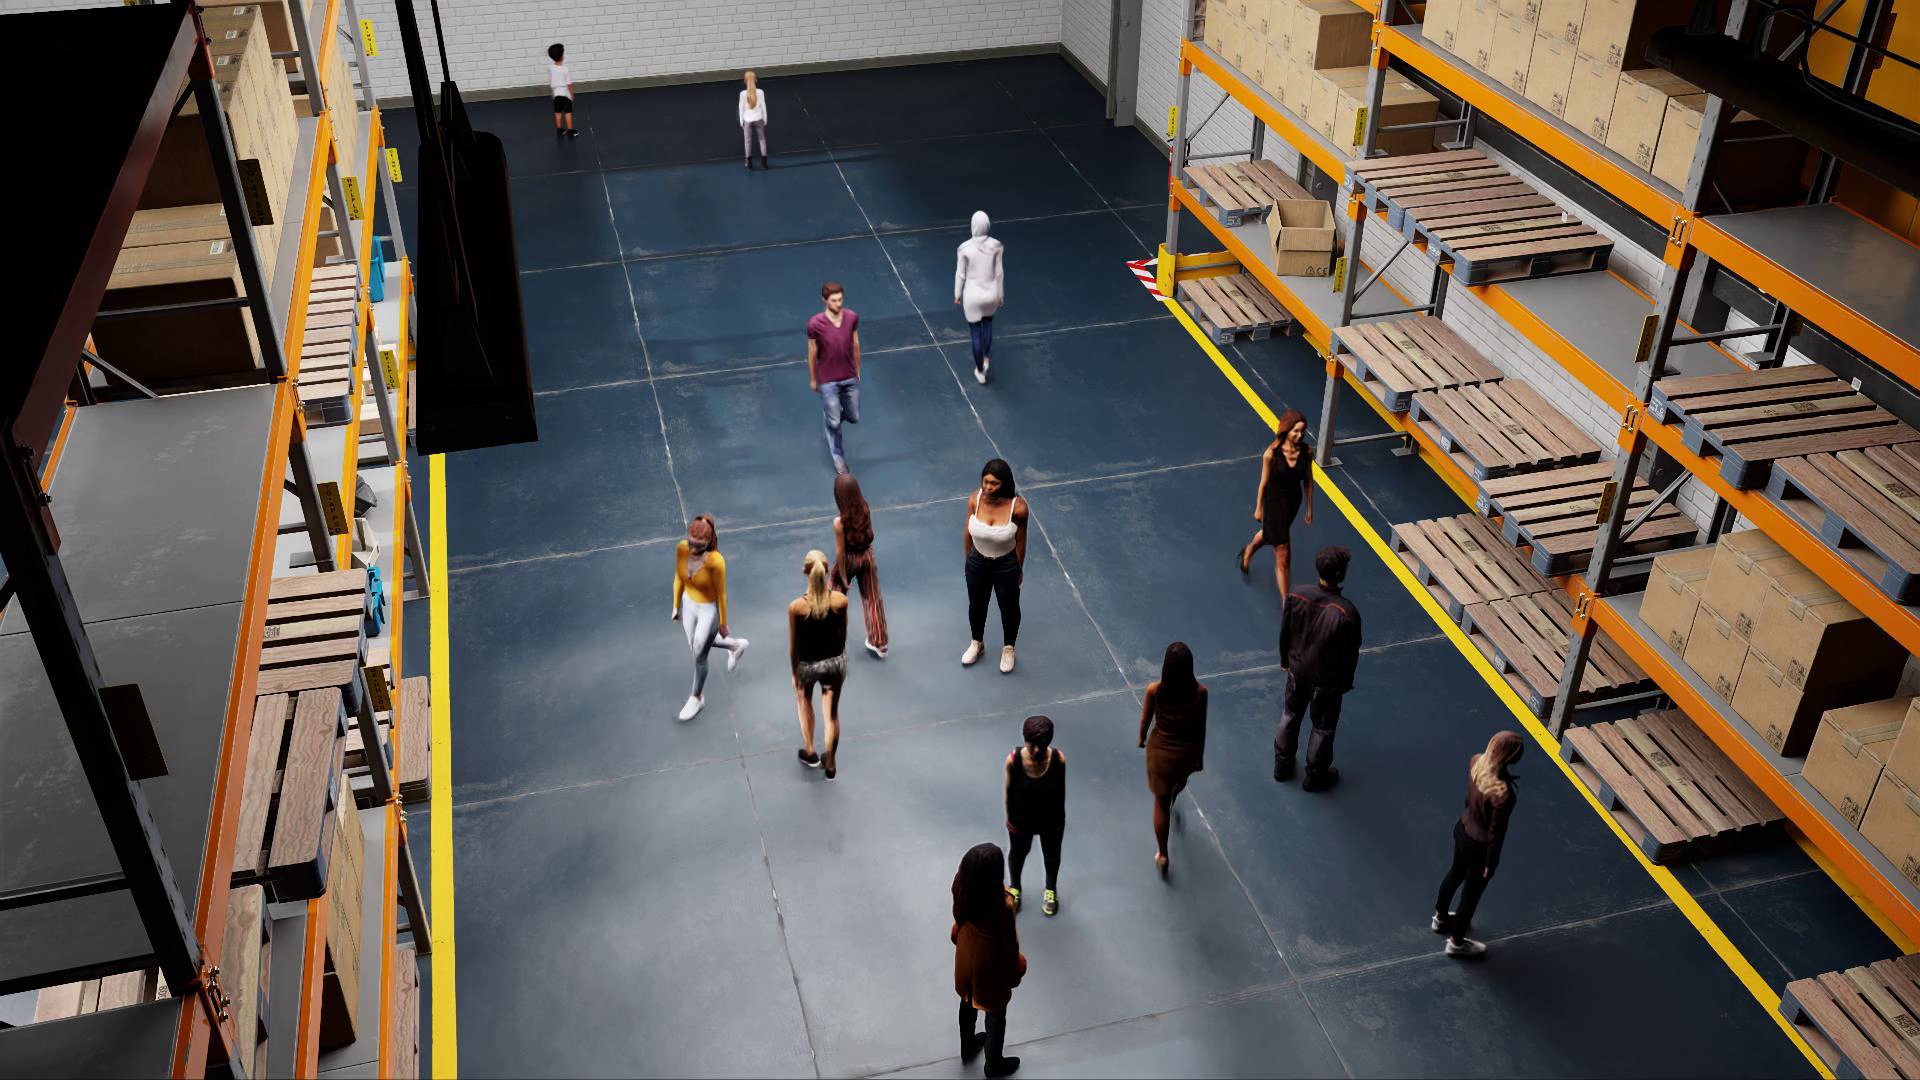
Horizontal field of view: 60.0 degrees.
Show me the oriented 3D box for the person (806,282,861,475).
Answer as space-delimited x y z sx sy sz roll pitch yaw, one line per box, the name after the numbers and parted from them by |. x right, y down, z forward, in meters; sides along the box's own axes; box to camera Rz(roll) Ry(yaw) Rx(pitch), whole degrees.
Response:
-1.157 -1.520 15.073 0.739 1.836 0.971 -14 36 -20 | person

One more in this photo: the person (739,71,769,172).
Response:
-2.658 -5.405 21.422 0.505 1.277 0.505 -6 34 -9 | person

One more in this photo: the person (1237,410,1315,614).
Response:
2.503 -0.250 13.209 0.599 1.784 1.195 -10 35 -14 | person

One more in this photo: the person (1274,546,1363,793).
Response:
2.433 0.873 11.375 0.763 1.945 0.856 23 40 30 | person

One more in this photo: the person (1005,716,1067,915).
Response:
0.484 1.713 10.468 0.579 1.550 0.569 -1 34 -1 | person

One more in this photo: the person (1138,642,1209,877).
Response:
1.383 1.455 10.770 0.745 1.646 1.105 0 34 0 | person

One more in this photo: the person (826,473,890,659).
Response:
-0.739 0.221 12.740 0.865 1.519 1.112 -26 41 -33 | person

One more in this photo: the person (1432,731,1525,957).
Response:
3.147 1.837 10.143 0.677 1.702 0.483 -4 34 -6 | person

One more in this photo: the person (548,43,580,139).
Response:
-5.373 -6.054 22.417 0.569 1.257 0.610 9 35 14 | person

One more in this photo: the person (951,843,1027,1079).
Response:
0.146 2.351 9.353 0.712 1.720 0.832 29 43 36 | person

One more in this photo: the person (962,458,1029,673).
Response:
0.261 0.174 12.548 0.746 1.809 0.776 10 35 15 | person

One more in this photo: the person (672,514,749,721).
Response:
-1.820 0.491 12.147 1.040 1.726 1.081 23 40 31 | person

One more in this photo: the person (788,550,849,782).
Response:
-0.934 0.912 11.420 0.576 1.830 0.611 -7 34 -10 | person

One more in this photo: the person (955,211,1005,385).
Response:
0.218 -2.350 16.385 0.653 1.767 0.691 -6 34 -8 | person
